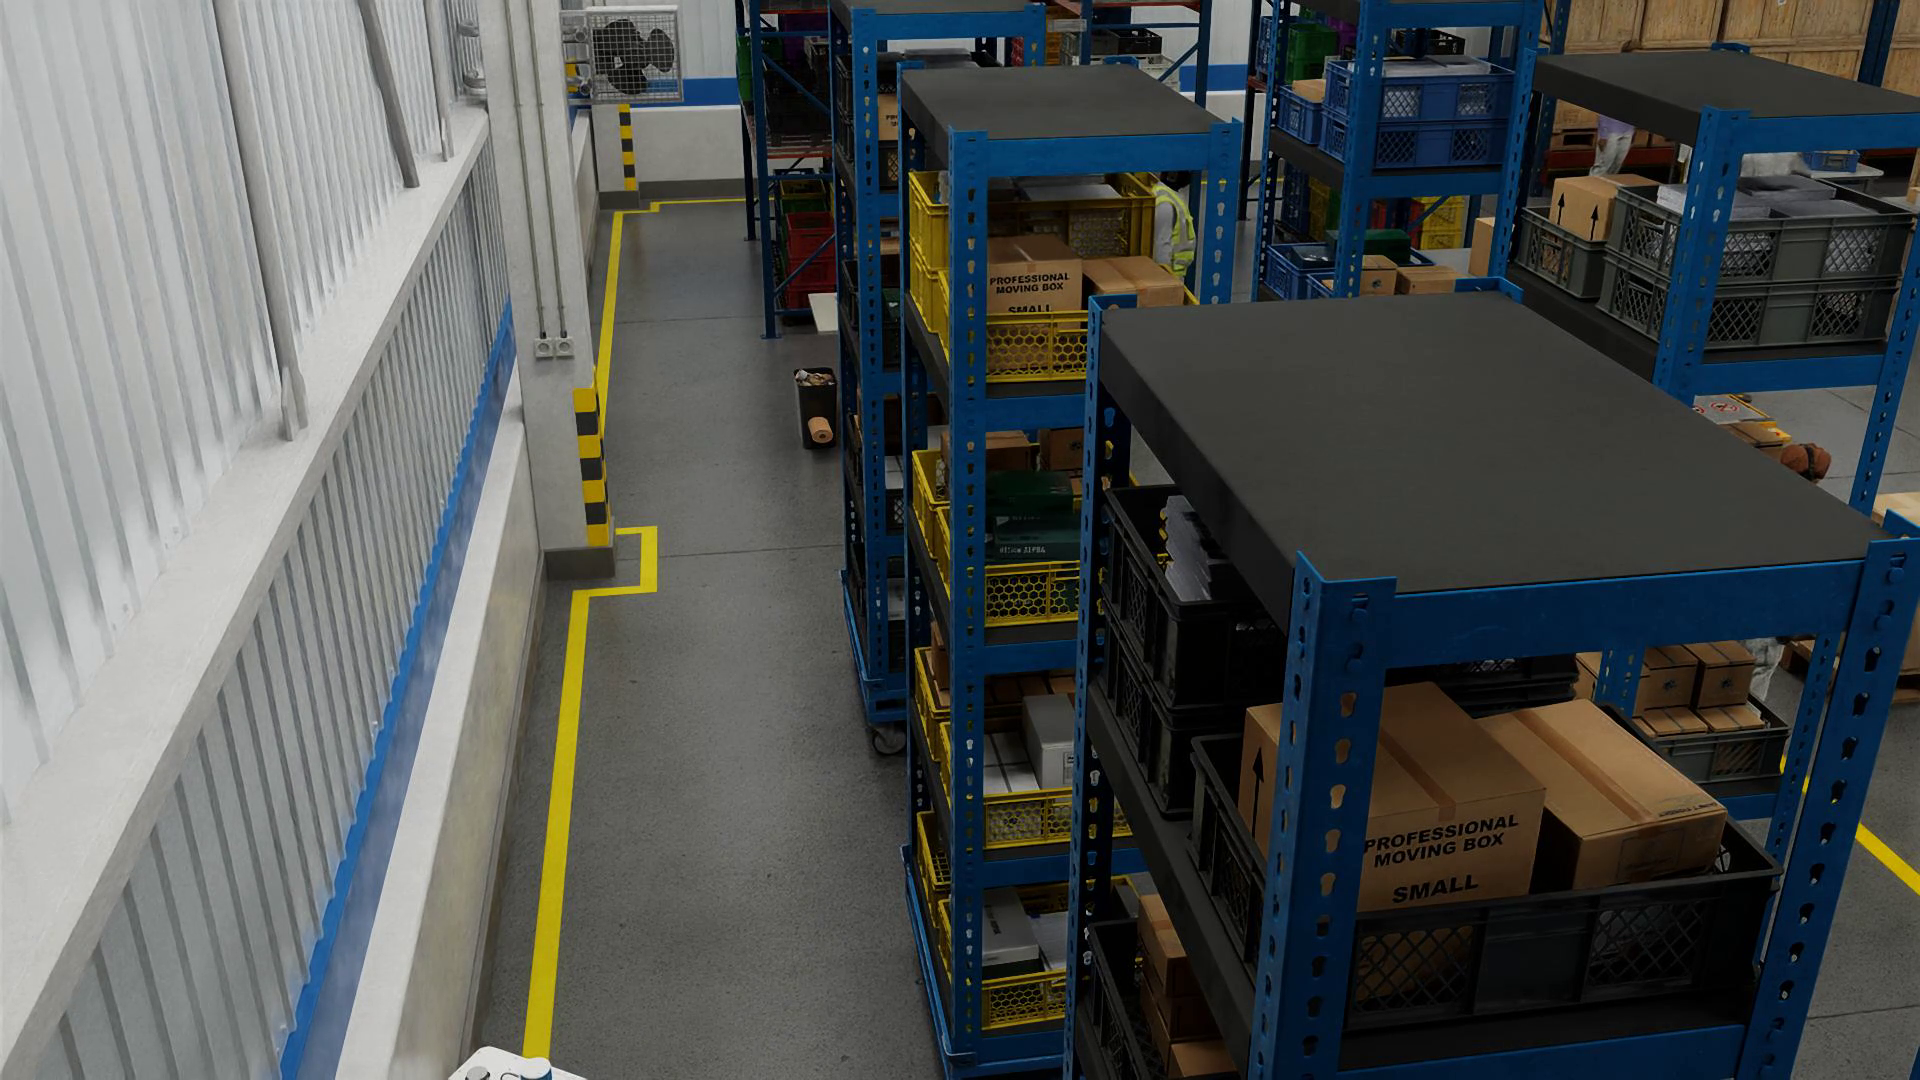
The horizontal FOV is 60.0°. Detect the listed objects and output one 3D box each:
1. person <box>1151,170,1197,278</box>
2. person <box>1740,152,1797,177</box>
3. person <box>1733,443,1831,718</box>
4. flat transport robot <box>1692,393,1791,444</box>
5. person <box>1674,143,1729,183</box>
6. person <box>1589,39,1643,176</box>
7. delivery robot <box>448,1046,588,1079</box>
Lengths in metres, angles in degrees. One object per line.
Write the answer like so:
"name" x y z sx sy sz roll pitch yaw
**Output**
"person" 1.625 -2.123 13.027 0.429 1.835 0.629 4 25 9
"person" 6.888 -2.748 14.347 0.535 1.864 0.309 -5 25 -11
"person" 3.865 0.300 7.999 0.310 1.631 0.509 -3 25 -6
"flat transport robot" 5.224 -0.859 12.132 1.431 0.197 0.652 -4 25 -8
"person" 7.508 -3.873 16.772 0.575 1.882 0.355 -3 25 -7
"person" 6.992 -4.338 17.715 0.627 1.941 0.374 -17 30 -33
"delivery robot" -1.400 1.953 5.575 0.707 0.478 0.477 11 27 22
